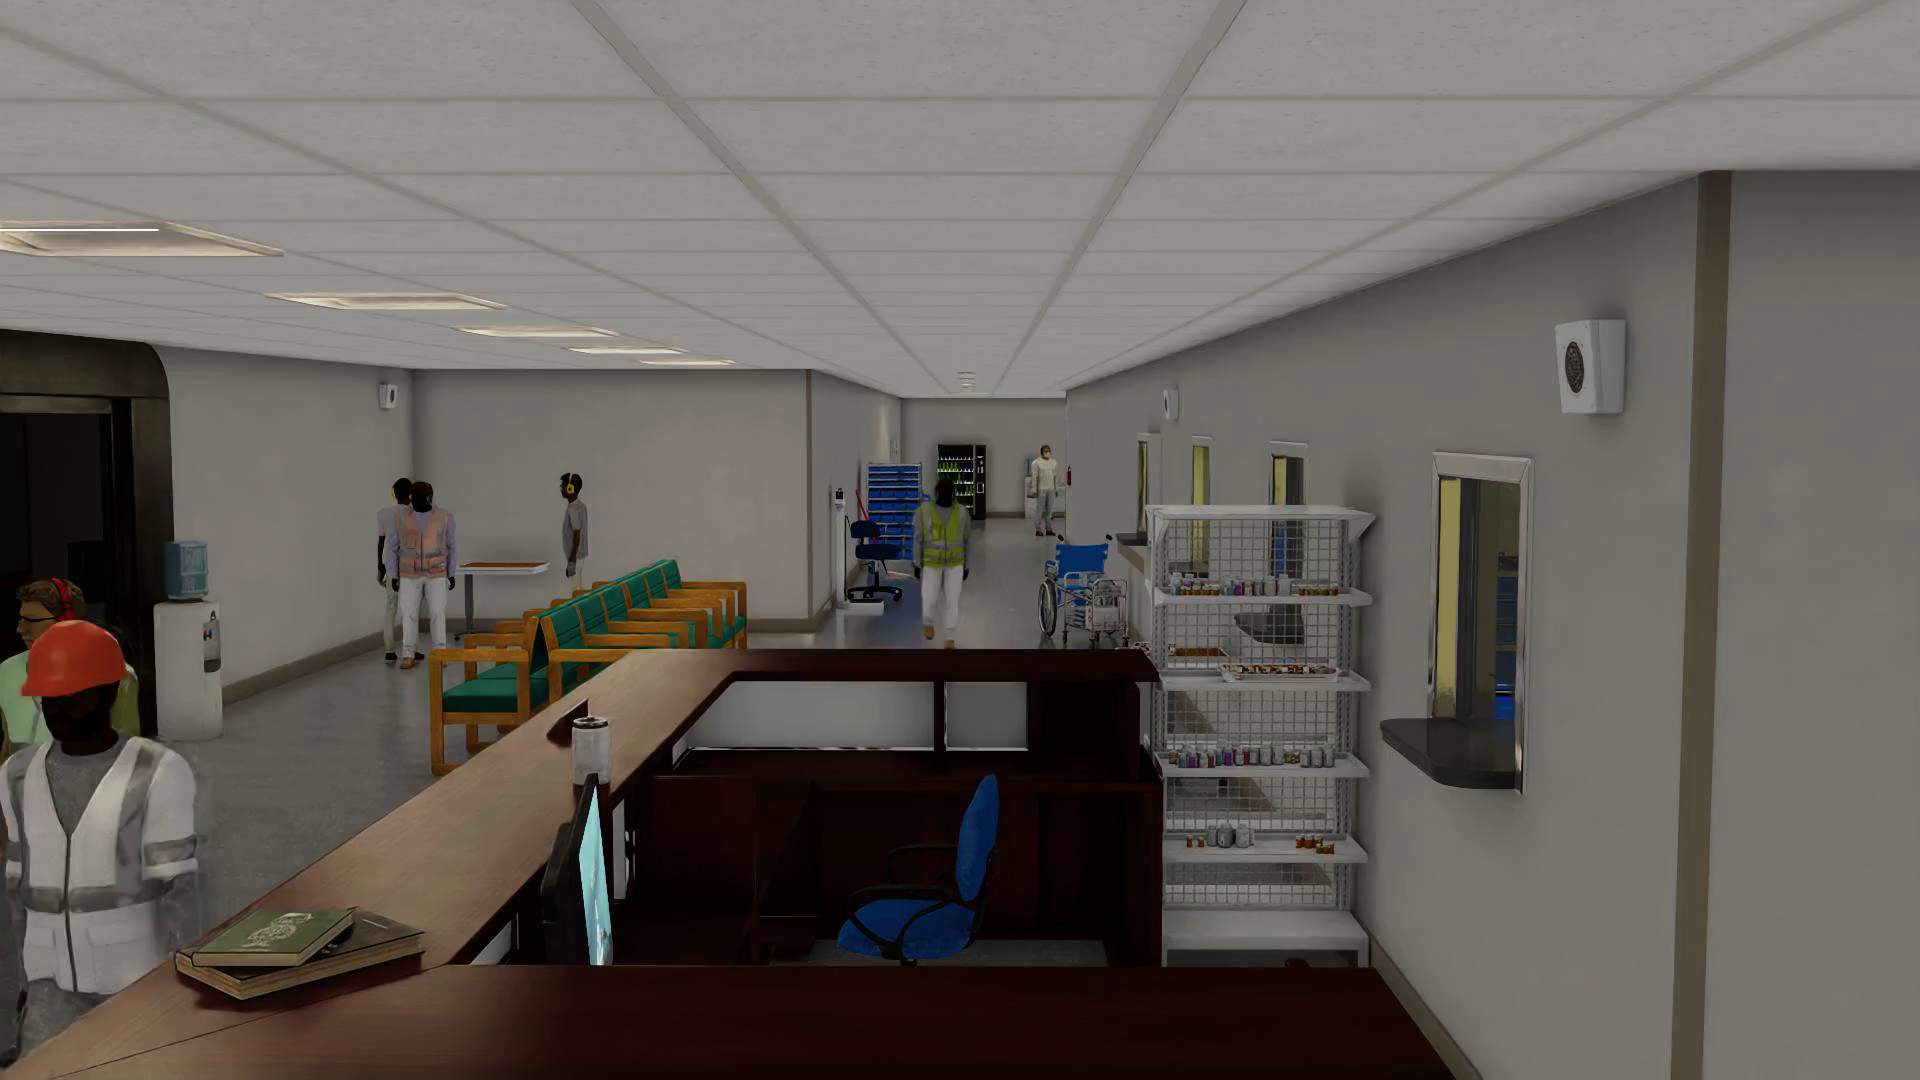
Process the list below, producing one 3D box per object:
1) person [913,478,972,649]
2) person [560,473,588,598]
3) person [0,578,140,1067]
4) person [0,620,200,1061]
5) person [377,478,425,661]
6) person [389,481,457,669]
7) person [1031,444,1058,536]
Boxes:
[{"bbox_3d":[-0.187,0.247,17.679,0.641,1.830,0.607,-1,4,-9],"label":"person"},{"bbox_3d":[-4.172,0.212,17.922,0.316,1.865,0.531,0,4,-6],"label":"person"},{"bbox_3d":[-3.346,1.054,6.272,0.564,1.841,0.394,1,4,11],"label":"person"},{"bbox_3d":[-2.364,1.150,4.608,0.556,1.896,0.970,0,4,0],"label":"person"},{"bbox_3d":[-5.618,0.302,16.768,0.520,1.856,0.333,0,4,-6],"label":"person"},{"bbox_3d":[-5.250,0.342,16.264,0.633,1.841,0.429,-1,4,-14],"label":"person"},{"bbox_3d":[1.798,-1.044,35.033,0.637,1.938,0.357,-2,5,-30],"label":"person"}]
